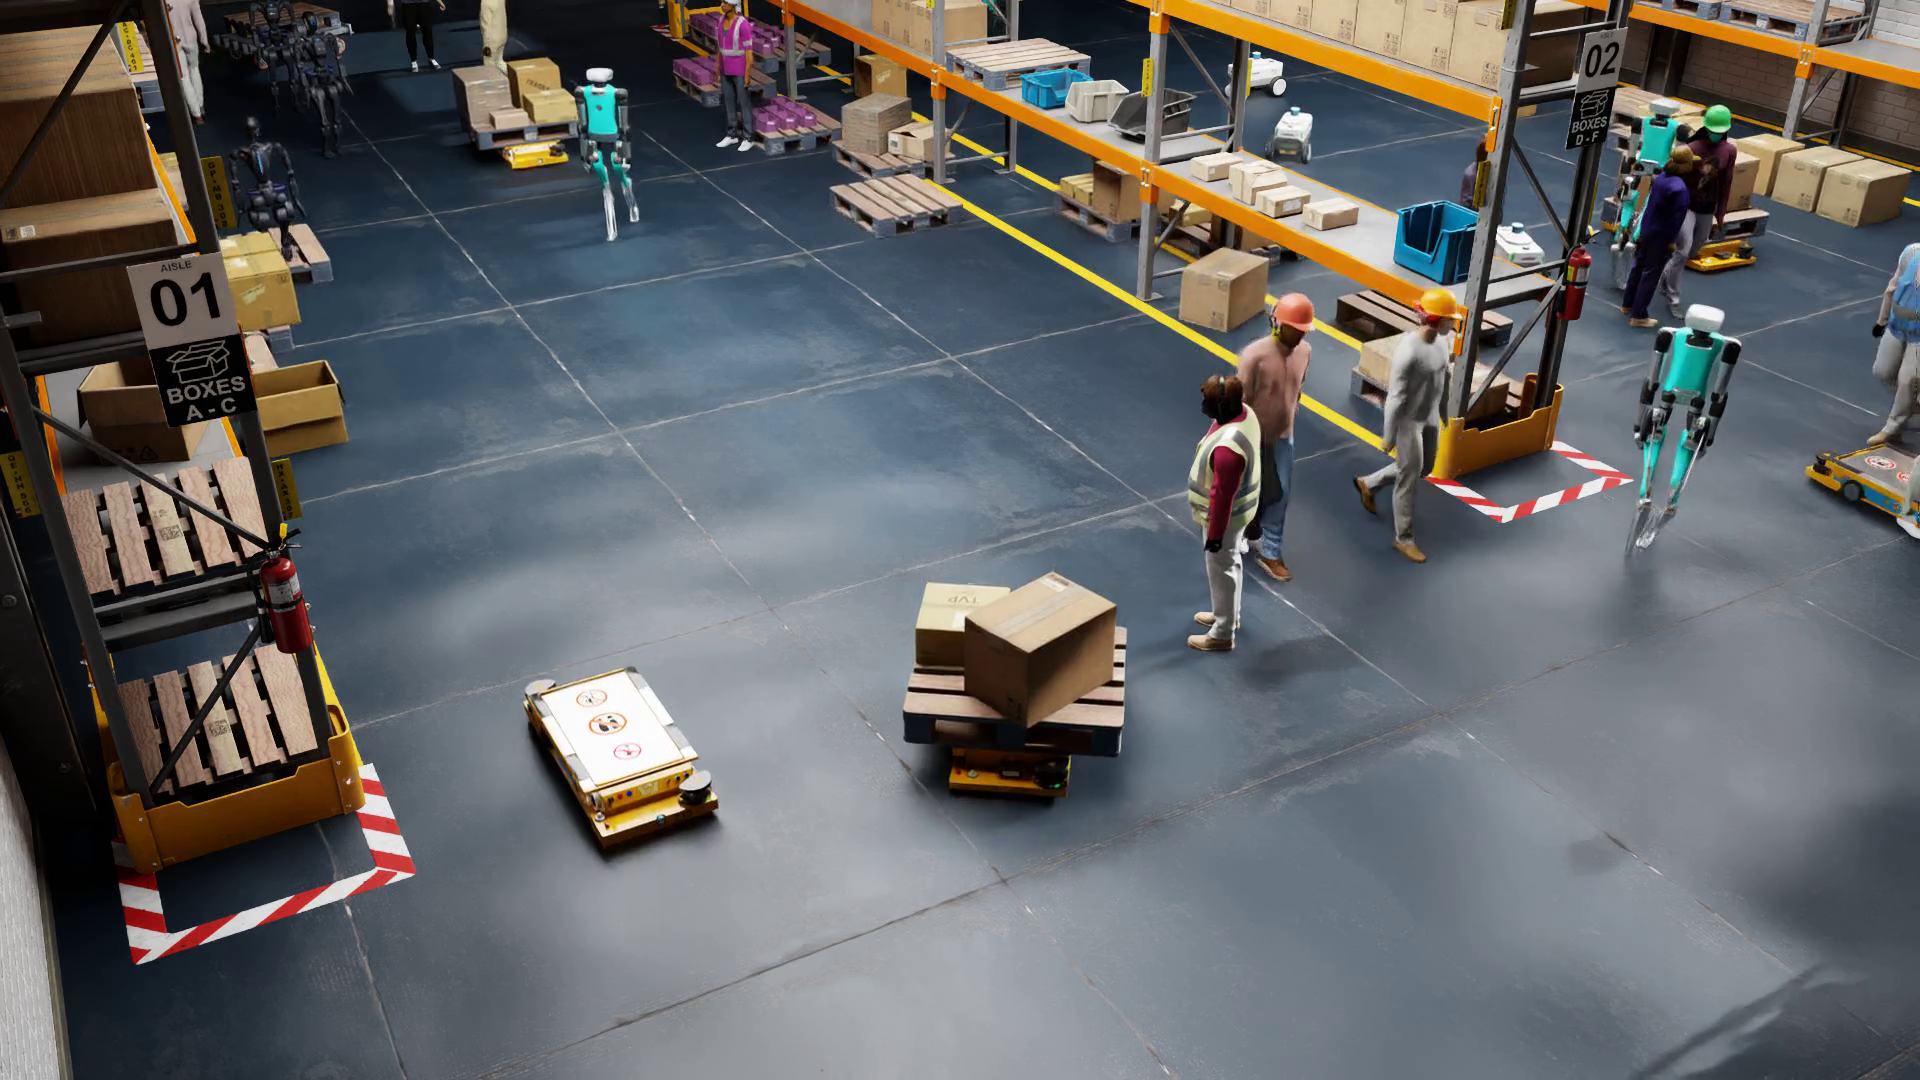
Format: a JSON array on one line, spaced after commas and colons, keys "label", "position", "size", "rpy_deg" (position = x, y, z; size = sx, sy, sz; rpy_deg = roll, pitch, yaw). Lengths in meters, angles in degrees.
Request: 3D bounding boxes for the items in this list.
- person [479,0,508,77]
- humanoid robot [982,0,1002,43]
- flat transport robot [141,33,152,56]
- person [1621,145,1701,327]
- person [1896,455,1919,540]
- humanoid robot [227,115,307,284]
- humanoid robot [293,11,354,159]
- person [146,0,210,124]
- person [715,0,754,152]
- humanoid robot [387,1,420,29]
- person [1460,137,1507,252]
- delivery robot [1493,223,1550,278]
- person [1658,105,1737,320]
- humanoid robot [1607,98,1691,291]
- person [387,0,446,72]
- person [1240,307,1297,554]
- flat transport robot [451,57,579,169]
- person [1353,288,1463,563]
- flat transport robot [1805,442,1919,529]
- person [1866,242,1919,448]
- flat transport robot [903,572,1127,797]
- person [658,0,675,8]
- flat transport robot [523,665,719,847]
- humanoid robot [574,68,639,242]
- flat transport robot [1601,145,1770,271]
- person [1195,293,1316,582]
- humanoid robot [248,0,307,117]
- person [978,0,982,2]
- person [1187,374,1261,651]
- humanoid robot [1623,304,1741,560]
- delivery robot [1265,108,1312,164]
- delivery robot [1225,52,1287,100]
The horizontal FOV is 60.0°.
[{"label": "person", "position": [-5.871, -6.341, 20.967], "size": [0.594, 1.733, 0.592], "rpy_deg": [5, 30, 8]}, {"label": "humanoid robot", "position": [0.376, -7.941, 23.810], "size": [0.739, 1.820, 0.538], "rpy_deg": [16, 34, 26]}, {"label": "flat transport robot", "position": [-11.449, -6.946, 23.502], "size": [0.659, 0.231, 1.431], "rpy_deg": [-15, 33, -25]}, {"label": "person", "position": [6.248, -2.711, 14.784], "size": [0.378, 1.616, 0.464], "rpy_deg": [0, 30, 1]}, {"label": "person", "position": [6.858, -0.920, 11.350], "size": [0.593, 1.924, 0.367], "rpy_deg": [-16, 33, -25]}, {"label": "humanoid robot", "position": [-6.387, -3.099, 15.406], "size": [0.609, 1.632, 0.645], "rpy_deg": [-15, 33, -25]}, {"label": "humanoid robot", "position": [-7.289, -5.228, 19.096], "size": [0.589, 1.656, 0.327], "rpy_deg": [-26, 39, -38]}, {"label": "person", "position": [-9.622, -6.125, 20.421], "size": [0.660, 1.910, 0.834], "rpy_deg": [-20, 36, -31]}, {"label": "person", "position": [-2.633, -5.461, 19.332], "size": [0.506, 1.847, 0.338], "rpy_deg": [20, 35, 30]}, {"label": "humanoid robot", "position": [-8.388, -8.399, 24.640], "size": [0.541, 1.863, 0.786], "rpy_deg": [-14, 33, -23]}, {"label": "person", "position": [4.717, -2.956, 15.213], "size": [0.548, 1.598, 0.536], "rpy_deg": [-14, 33, -23]}, {"label": "delivery robot", "position": [5.273, -2.715, 15.841], "size": [0.499, 0.586, 0.773], "rpy_deg": [-2, 30, -4]}, {"label": "person", "position": [6.605, -3.014, 15.005], "size": [0.496, 1.915, 0.777], "rpy_deg": [-2, 30, -3]}, {"label": "humanoid robot", "position": [6.280, -3.148, 15.433], "size": [0.545, 1.778, 0.746], "rpy_deg": [24, 37, 35]}, {"label": "person", "position": [-7.407, -7.287, 22.598], "size": [0.768, 1.757, 0.434], "rpy_deg": [-16, 33, -25]}, {"label": "person", "position": [2.068, -0.694, 11.028], "size": [0.407, 1.851, 0.547], "rpy_deg": [23, 37, 35]}, {"label": "flat transport robot", "position": [-5.127, -4.667, 19.534], "size": [0.659, 0.231, 1.431], "rpy_deg": [-14, 33, -23]}, {"label": "person", "position": [3.050, -0.837, 11.259], "size": [0.602, 1.867, 0.723], "rpy_deg": [-23, 37, -34]}, {"label": "flat transport robot", "position": [6.909, -0.309, 11.948], "size": [0.659, 0.231, 1.431], "rpy_deg": [-14, 33, -22]}, {"label": "person", "position": [7.301, -1.583, 12.608], "size": [0.574, 1.817, 0.653], "rpy_deg": [-12, 32, -19]}, {"label": "flat transport robot", "position": [0.345, 0.978, 9.707], "size": [0.659, 0.231, 1.431], "rpy_deg": [3, 30, 6]}, {"label": "person", "position": [-4.593, -9.215, 25.961], "size": [0.571, 1.747, 0.342], "rpy_deg": [6, 30, 10]}, {"label": "flat transport robot", "position": [-1.941, 1.164, 9.383], "size": [0.659, 0.231, 1.431], "rpy_deg": [-16, 33, -25]}, {"label": "humanoid robot", "position": [-3.506, -3.941, 16.858], "size": [0.552, 1.824, 0.860], "rpy_deg": [2, 30, 3]}, {"label": "flat transport robot", "position": [7.223, -3.044, 16.709], "size": [0.659, 0.231, 1.431], "rpy_deg": [-11, 32, -18]}, {"label": "person", "position": [1.984, -0.766, 11.060], "size": [0.622, 1.957, 0.918], "rpy_deg": [-13, 32, -22]}, {"label": "humanoid robot", "position": [-8.455, -6.117, 20.633], "size": [0.599, 1.655, 0.315], "rpy_deg": [-16, 33, -25]}, {"label": "person", "position": [0.084, -6.808, 21.618], "size": [0.405, 1.910, 0.638], "rpy_deg": [-13, 32, -21]}, {"label": "person", "position": [1.595, -0.166, 10.143], "size": [0.430, 1.830, 0.615], "rpy_deg": [8, 31, 14]}, {"label": "humanoid robot", "position": [4.741, -0.592, 11.059], "size": [0.534, 1.867, 0.747], "rpy_deg": [11, 32, 19]}, {"label": "delivery robot", "position": [3.869, -4.728, 19.335], "size": [0.499, 0.576, 0.751], "rpy_deg": [10, 31, 16]}, {"label": "delivery robot", "position": [3.834, -6.046, 21.620], "size": [0.739, 0.566, 0.499], "rpy_deg": [-16, 33, -25]}]
